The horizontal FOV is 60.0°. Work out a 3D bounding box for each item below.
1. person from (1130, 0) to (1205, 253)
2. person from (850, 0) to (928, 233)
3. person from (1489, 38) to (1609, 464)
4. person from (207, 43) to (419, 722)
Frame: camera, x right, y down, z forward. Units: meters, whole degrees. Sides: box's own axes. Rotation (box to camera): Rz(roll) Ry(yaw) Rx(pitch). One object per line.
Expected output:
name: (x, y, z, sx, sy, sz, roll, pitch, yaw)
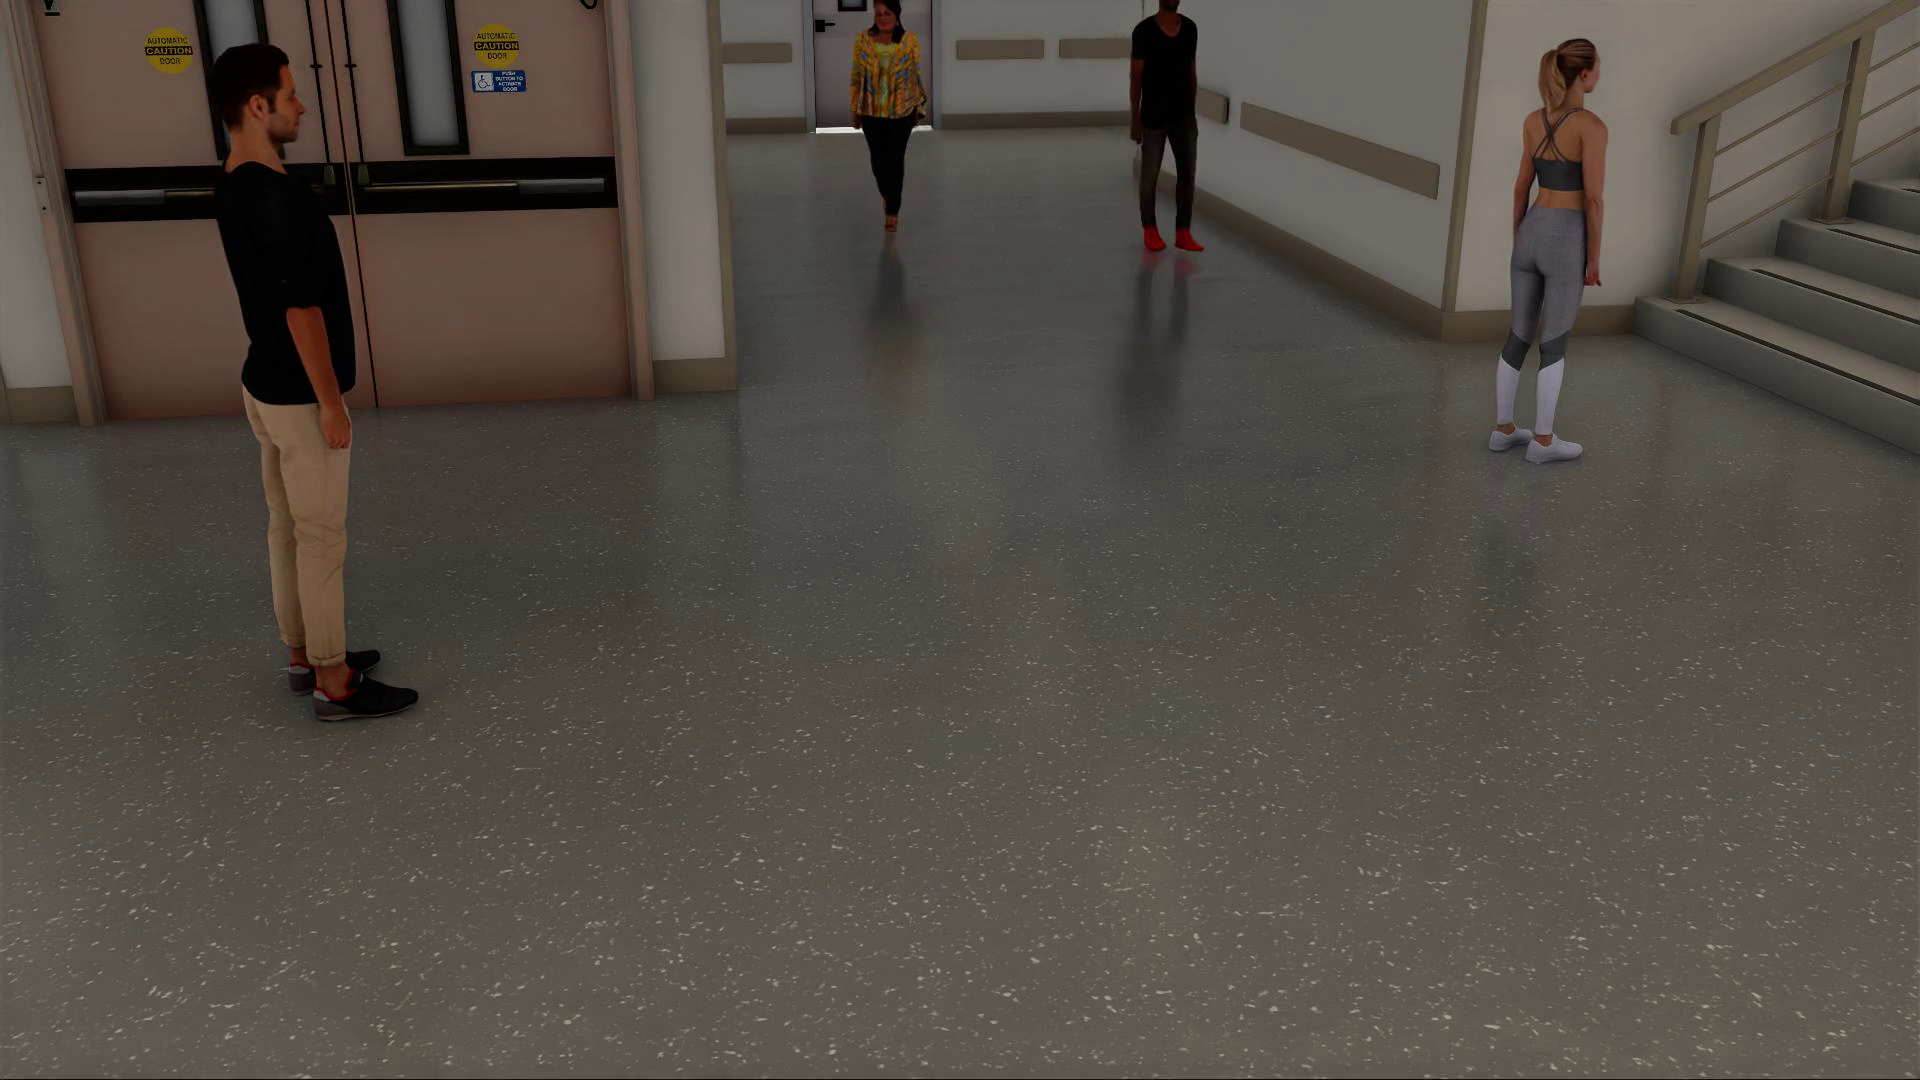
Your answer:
person: (1.328, -2.839, 11.097, 0.809, 1.791, 0.815, -6, 22, -16)
person: (-0.511, -3.035, 11.862, 1.077, 1.615, 0.904, 1, 21, 2)
person: (2.425, -1.181, 6.843, 0.627, 1.702, 0.638, -12, 24, -29)
person: (-1.835, -0.407, 4.584, 0.683, 1.856, 0.704, -15, 25, -34)
